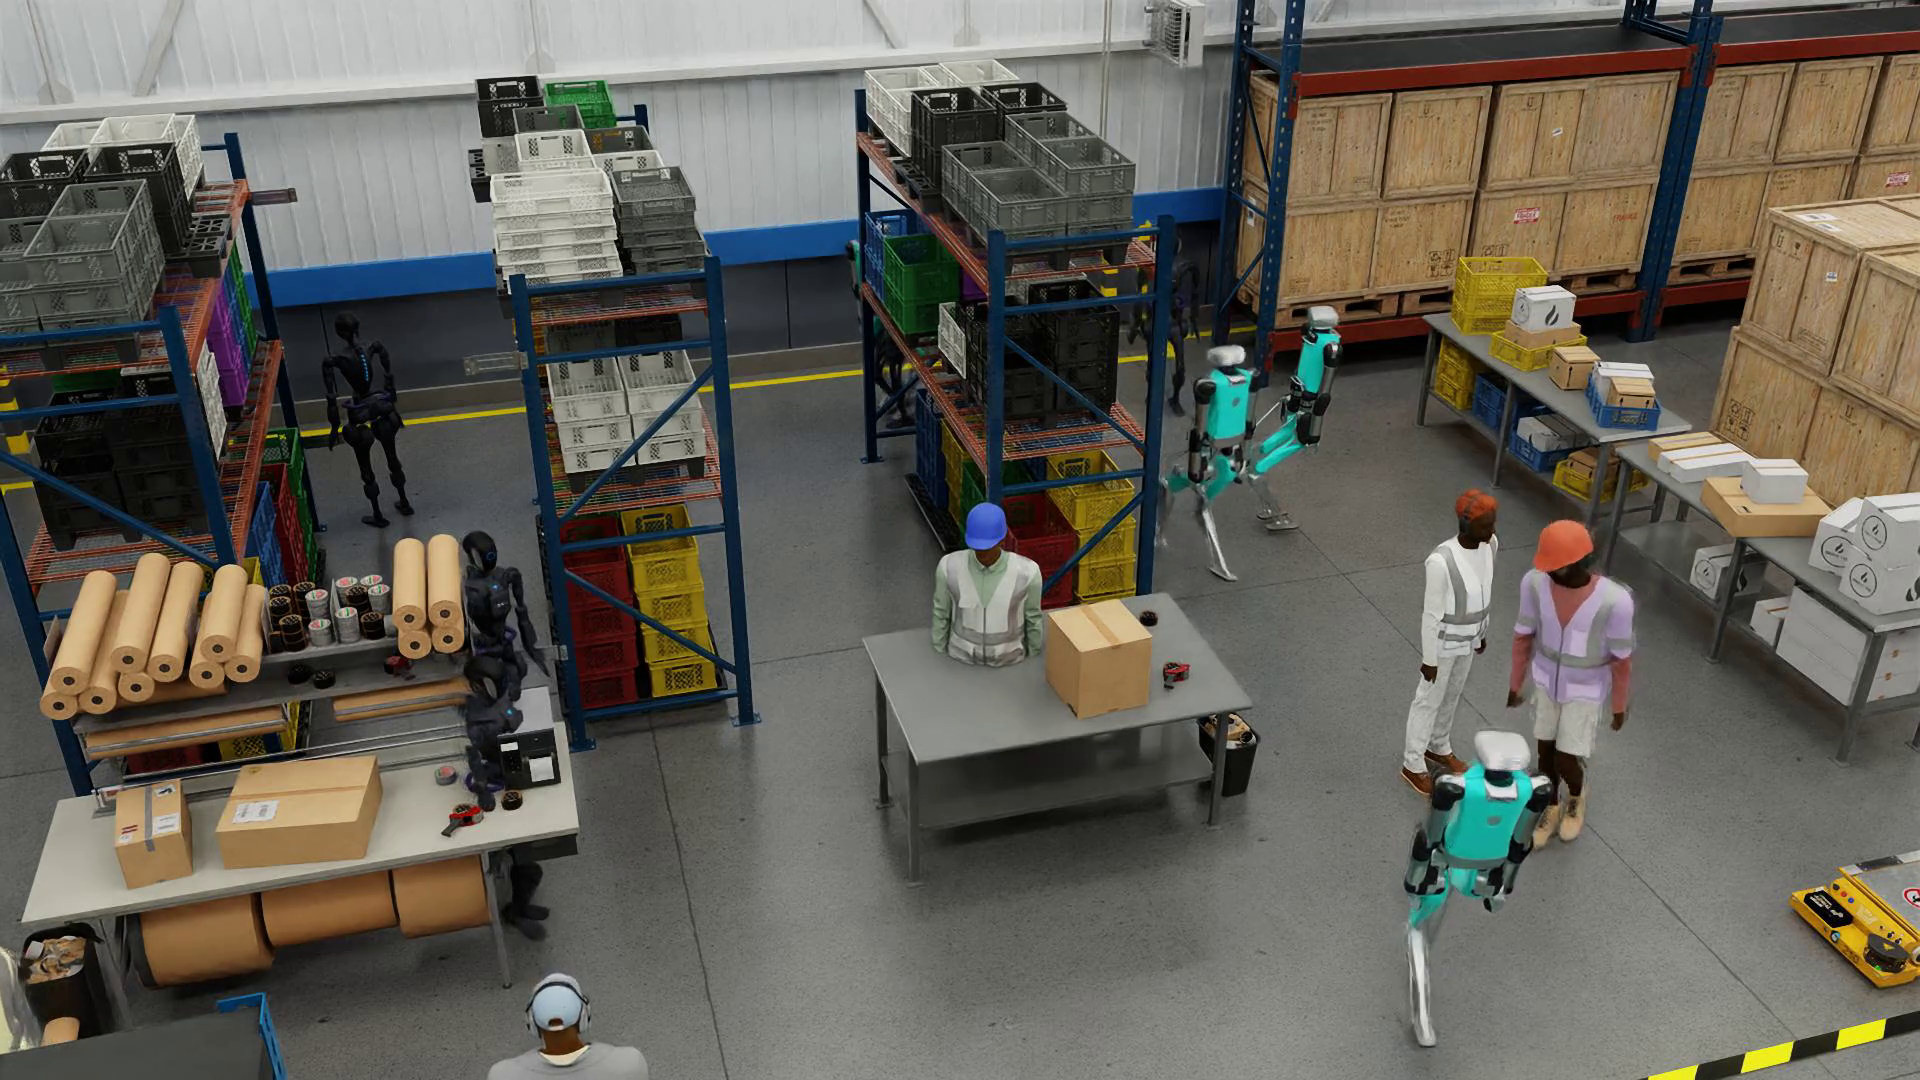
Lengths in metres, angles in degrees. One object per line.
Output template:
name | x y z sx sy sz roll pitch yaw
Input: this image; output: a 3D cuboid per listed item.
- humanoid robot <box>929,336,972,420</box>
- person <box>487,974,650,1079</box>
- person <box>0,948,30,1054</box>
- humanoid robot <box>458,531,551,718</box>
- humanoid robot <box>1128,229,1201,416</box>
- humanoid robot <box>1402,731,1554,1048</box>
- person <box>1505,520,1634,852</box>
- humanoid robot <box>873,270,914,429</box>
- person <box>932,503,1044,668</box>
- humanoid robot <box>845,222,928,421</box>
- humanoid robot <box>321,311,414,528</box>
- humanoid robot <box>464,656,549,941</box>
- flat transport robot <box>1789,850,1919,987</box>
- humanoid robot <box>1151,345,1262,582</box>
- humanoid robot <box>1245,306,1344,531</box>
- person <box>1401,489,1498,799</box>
humanoid robot | 0.010 -1.750 13.776 0.716 1.747 0.531 -10 30 -17
person | -1.407 2.346 6.249 0.588 1.851 0.384 -5 29 -9
person | -3.991 2.181 6.586 0.829 1.811 0.644 11 31 19
humanoid robot | -2.676 0.697 9.450 0.468 1.645 0.600 18 34 29
humanoid robot | 1.734 -1.851 14.065 0.610 1.642 0.449 -2 29 -4
humanoid robot | 2.330 1.512 7.872 0.552 1.743 0.893 -1 29 -1
person | 3.216 0.806 8.908 0.479 2.000 0.672 -26 38 -38
humanoid robot | -0.580 -1.712 13.820 0.361 1.642 0.589 -10 30 -17
person | 0.148 0.657 9.222 0.616 1.945 0.391 3 29 6
humanoid robot | -0.550 -1.868 14.016 0.534 1.763 0.776 24 37 36
humanoid robot | -4.406 -0.903 12.326 0.315 1.657 0.599 23 36 35
humanoid robot | -2.262 1.278 8.373 0.345 1.651 0.590 5 29 9
flat transport robot | 5.163 1.916 8.676 1.431 0.231 0.659 -8 30 -14
humanoid robot | 1.678 -0.615 11.809 0.535 1.818 0.912 -15 32 -25
humanoid robot | 2.339 -0.871 12.120 0.740 1.690 0.531 -5 29 -10
person | 2.800 0.578 9.433 0.574 1.884 0.356 -24 37 -36
